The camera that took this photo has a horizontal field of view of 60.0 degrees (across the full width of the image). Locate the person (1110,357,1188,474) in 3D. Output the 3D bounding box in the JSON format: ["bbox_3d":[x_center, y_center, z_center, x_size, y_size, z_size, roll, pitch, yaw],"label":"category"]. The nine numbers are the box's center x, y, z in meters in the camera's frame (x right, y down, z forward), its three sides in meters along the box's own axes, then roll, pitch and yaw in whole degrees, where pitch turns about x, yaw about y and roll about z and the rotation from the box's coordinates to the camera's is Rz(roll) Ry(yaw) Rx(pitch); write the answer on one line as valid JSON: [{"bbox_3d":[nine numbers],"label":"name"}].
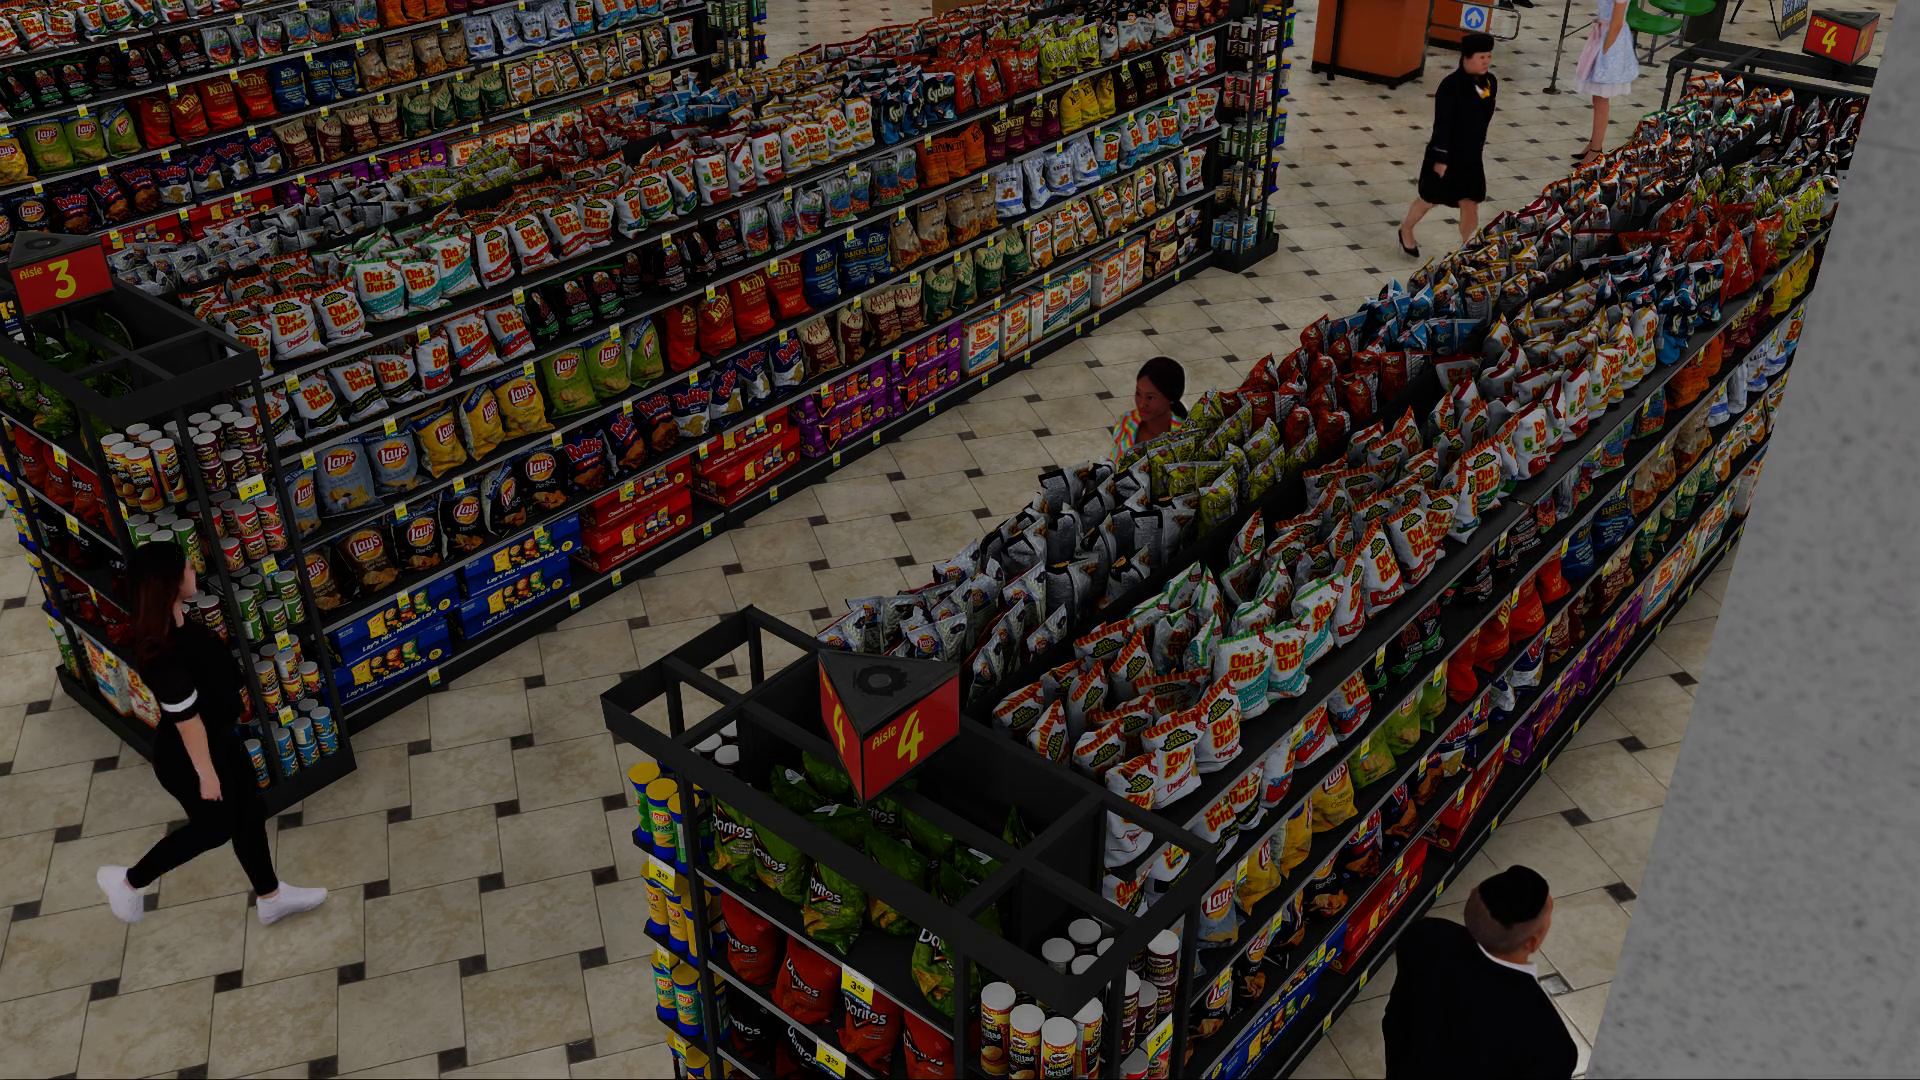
[{"bbox_3d":[0.790,0.052,6.962,0.620,1.793,0.566,18,36,27],"label":"person"}]

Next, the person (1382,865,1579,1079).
[{"bbox_3d":[1.306,1.559,4.391,0.693,1.949,0.763,-20,37,-29],"label":"person"}]

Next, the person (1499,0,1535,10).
[{"bbox_3d":[6.028,-6.588,17.608,0.689,1.819,0.812,-10,33,-16],"label":"person"}]

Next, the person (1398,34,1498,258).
[{"bbox_3d":[3.348,-2.643,11.448,1.119,1.629,1.016,-16,35,-24],"label":"person"}]

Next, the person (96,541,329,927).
[{"bbox_3d":[-2.814,0.773,5.979,1.086,1.607,0.915,-11,34,-17],"label":"person"}]

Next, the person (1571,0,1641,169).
[{"bbox_3d":[5.154,-3.871,13.245,0.866,1.816,0.782,11,33,17],"label":"person"}]
